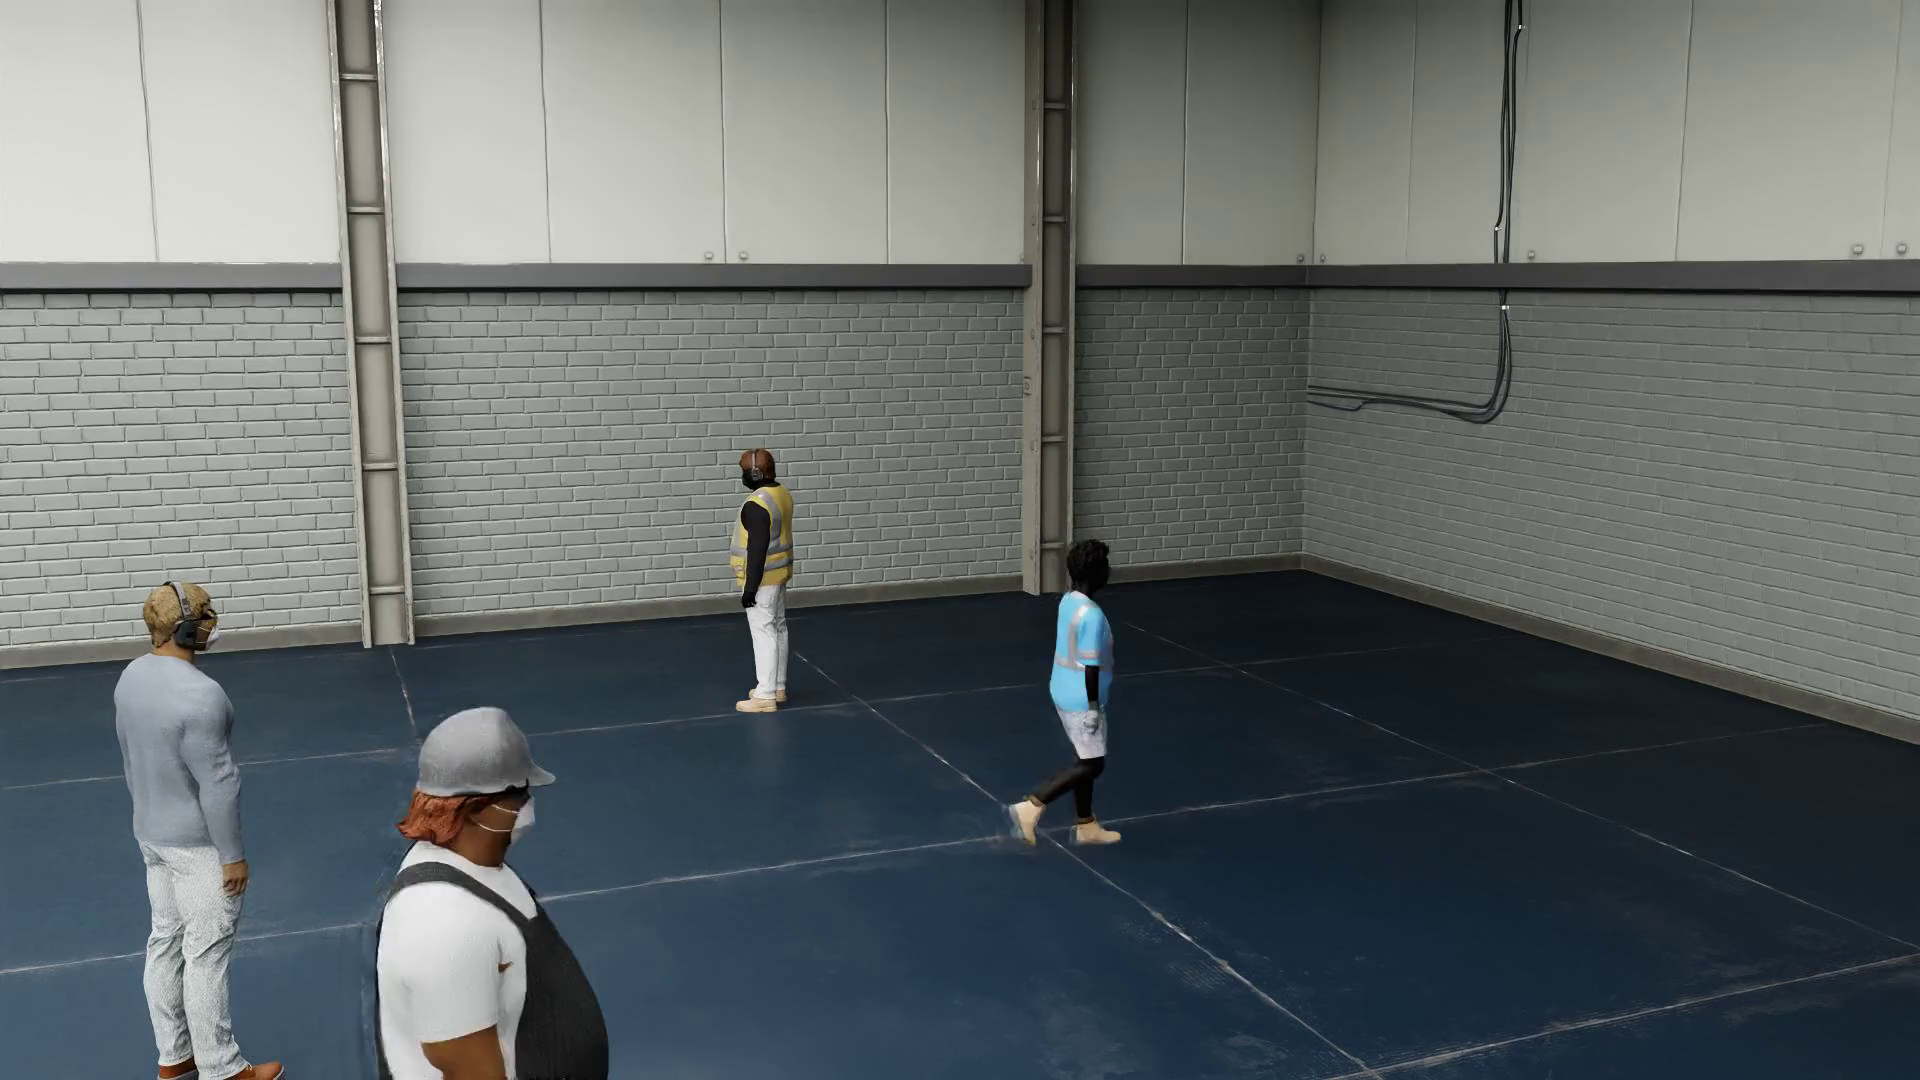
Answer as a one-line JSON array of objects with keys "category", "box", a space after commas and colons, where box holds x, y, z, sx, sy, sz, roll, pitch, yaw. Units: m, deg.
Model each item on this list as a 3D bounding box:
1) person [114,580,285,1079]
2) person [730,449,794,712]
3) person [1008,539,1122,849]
[{"category": "person", "box": [-2.825, 1.102, 6.119, 0.631, 1.940, 0.372, 7, 11, 36]}, {"category": "person", "box": [-1.385, 0.278, 11.612, 0.429, 1.840, 0.624, 2, 9, 11]}, {"category": "person", "box": [0.566, 0.826, 8.673, 0.582, 1.684, 0.540, -2, 9, -12]}]
